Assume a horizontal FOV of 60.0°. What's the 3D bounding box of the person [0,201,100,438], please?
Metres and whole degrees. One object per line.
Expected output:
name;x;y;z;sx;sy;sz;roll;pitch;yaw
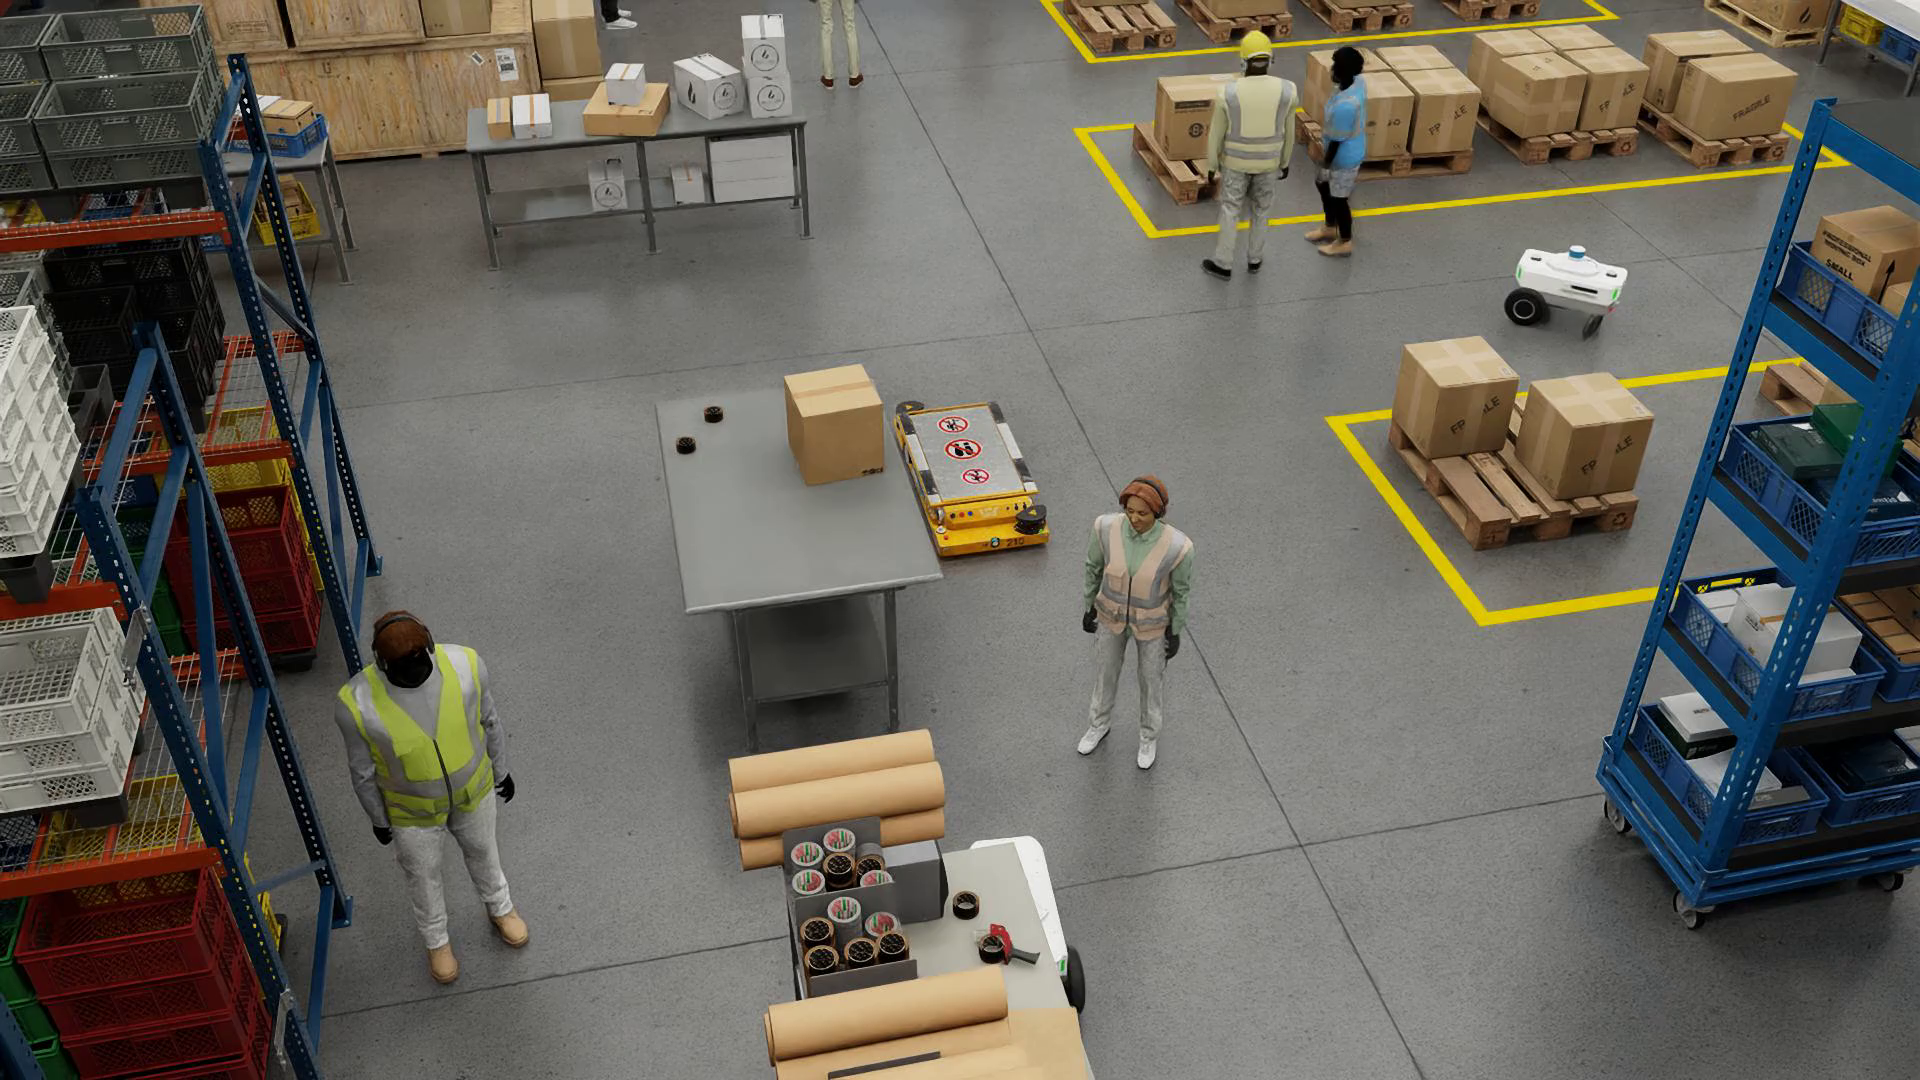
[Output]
person;-5.722;-1.382;10.085;0.963;1.830;0.588;-2;37;-3

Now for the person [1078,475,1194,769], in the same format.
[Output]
person;0.822;0.384;7.875;0.511;1.641;0.308;13;39;17

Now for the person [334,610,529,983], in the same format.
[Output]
person;-2.134;1.038;6.829;0.622;1.844;0.429;-22;42;-27

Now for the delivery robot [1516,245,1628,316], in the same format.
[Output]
delivery robot;4.288;-1.830;11.678;0.707;0.478;0.477;17;40;22

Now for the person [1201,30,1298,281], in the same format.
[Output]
person;2.072;-2.739;11.940;0.608;1.808;0.432;1;37;1

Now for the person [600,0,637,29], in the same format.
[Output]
person;-3.438;-5.965;16.185;0.383;1.912;0.586;-11;38;-15

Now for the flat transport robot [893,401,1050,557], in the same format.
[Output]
flat transport robot;0.046;-0.430;10.108;0.652;0.197;1.431;-8;37;-10

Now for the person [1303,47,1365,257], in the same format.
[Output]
person;2.777;-2.825;12.162;0.432;1.657;0.582;6;37;9

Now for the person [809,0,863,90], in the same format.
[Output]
person;-1.124;-4.979;14.898;0.521;1.865;0.327;-2;37;-3

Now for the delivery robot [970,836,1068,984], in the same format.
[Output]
delivery robot;0.235;1.591;7.081;0.477;0.478;0.707;-5;37;-6
